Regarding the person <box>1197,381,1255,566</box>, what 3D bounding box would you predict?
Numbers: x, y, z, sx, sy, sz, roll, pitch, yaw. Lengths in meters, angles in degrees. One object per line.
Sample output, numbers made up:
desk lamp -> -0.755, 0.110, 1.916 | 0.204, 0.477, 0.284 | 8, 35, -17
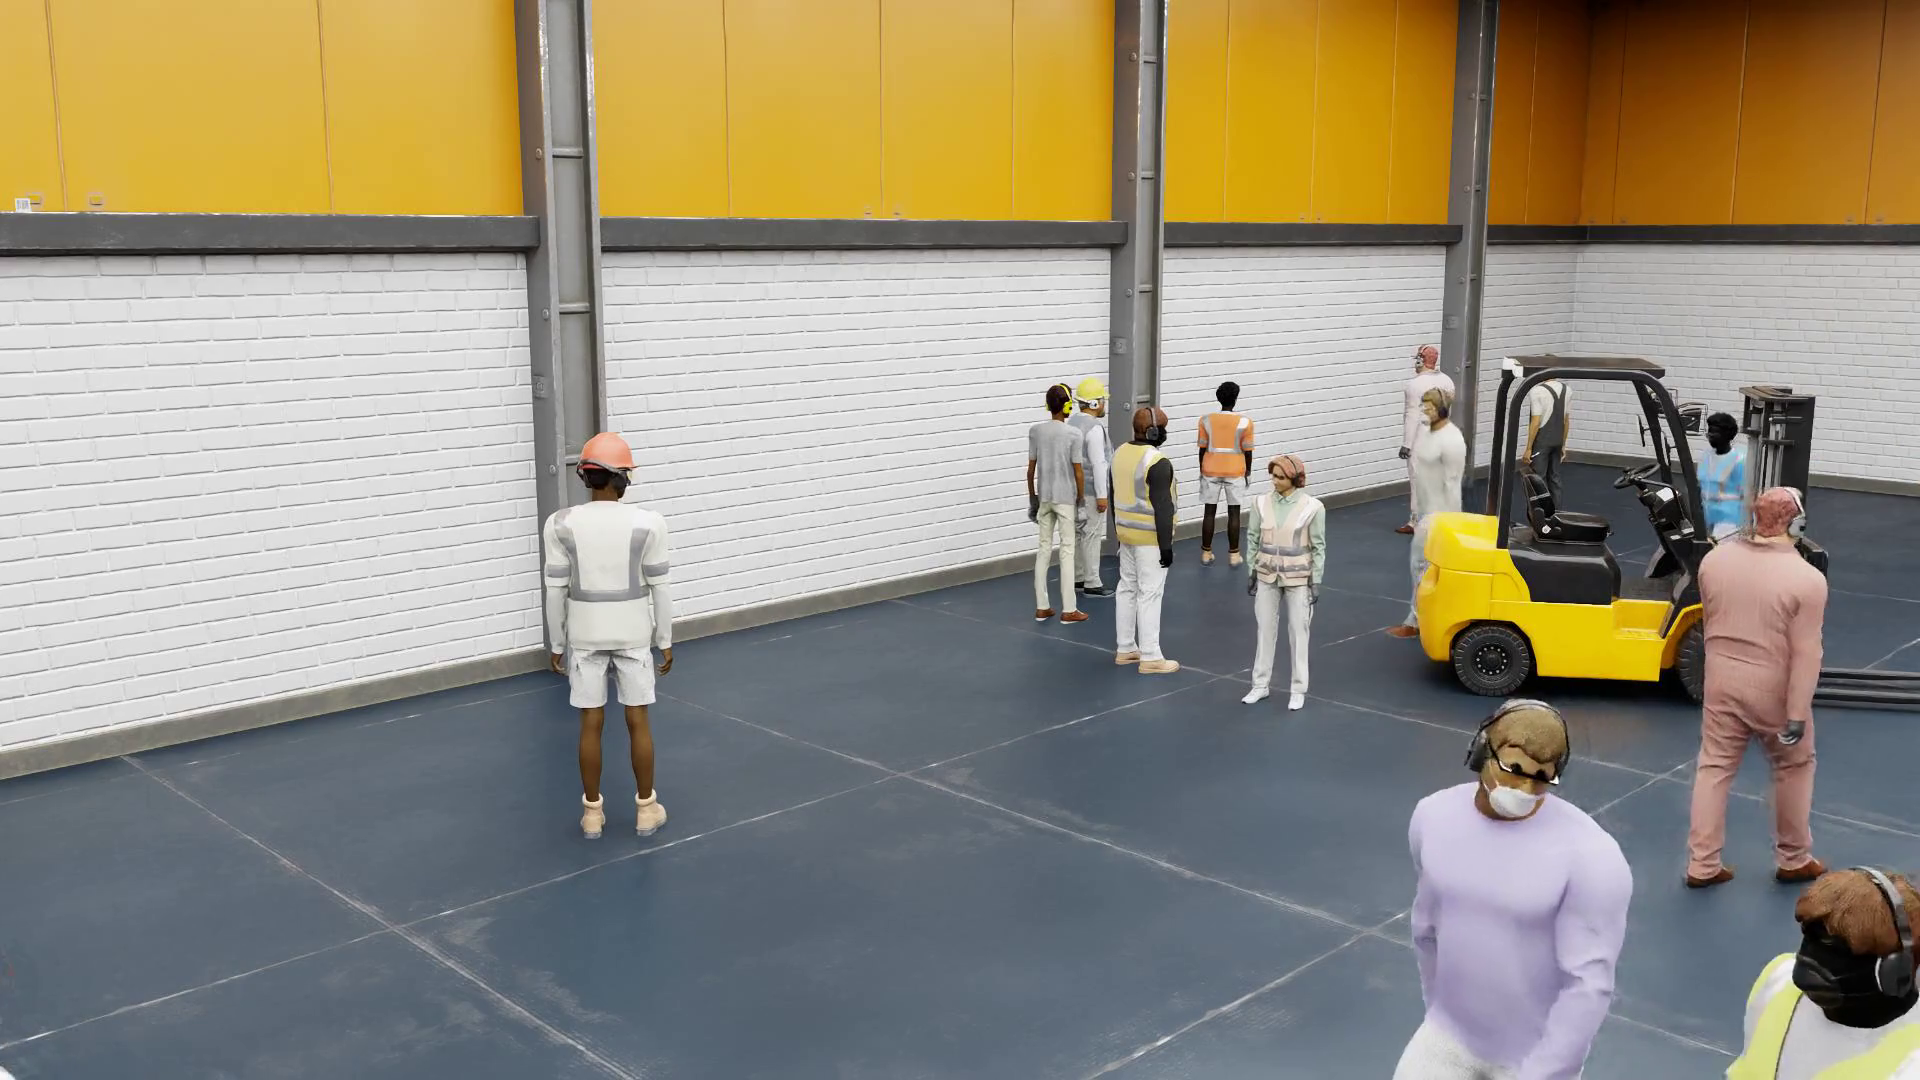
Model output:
person -> 2.423, -0.605, 15.207 | 0.530, 1.689, 0.321 | 3, 11, 18

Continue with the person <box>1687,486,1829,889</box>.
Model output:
person -> 3.743, 0.681, 7.680 | 0.830, 1.877, 0.652 | -7, 12, -32

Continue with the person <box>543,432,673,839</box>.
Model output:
person -> -1.746, 0.480, 8.331 | 0.615, 2.038, 0.383 | -1, 10, -6

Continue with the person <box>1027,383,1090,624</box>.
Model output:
person -> 0.760, -0.285, 12.960 | 0.520, 1.873, 0.333 | 7, 13, 35

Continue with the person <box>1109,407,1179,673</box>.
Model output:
person -> 1.292, -0.005, 11.516 | 0.429, 1.842, 0.634 | -5, 12, -27

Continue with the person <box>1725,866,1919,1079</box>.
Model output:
person -> 1.832, 1.509, 3.391 | 0.919, 1.807, 0.627 | -1, 10, -4

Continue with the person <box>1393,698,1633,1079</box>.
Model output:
person -> 1.347, 1.317, 4.225 | 0.768, 1.897, 0.634 | -9, 13, -39

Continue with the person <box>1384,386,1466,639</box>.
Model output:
person -> 3.640, -0.201, 12.443 | 0.820, 1.909, 0.636 | -1, 10, -3

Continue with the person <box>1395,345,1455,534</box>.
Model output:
person -> 4.669, -1.006, 16.790 | 0.636, 1.911, 0.405 | -7, 13, -35

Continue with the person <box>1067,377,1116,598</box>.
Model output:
person -> 1.092, -0.438, 13.893 | 0.404, 1.837, 0.590 | -4, 11, -20

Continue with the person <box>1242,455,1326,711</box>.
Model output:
person -> 2.069, 0.264, 10.601 | 0.515, 1.638, 0.315 | 7, 12, 32

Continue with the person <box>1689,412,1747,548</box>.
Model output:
person -> 5.732, -0.137, 12.681 | 0.696, 1.667, 0.551 | -2, 11, -11

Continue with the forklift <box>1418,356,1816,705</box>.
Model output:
forklift -> 4.276, -0.101, 11.076 | 2.313, 2.155, 1.214 | 2, 11, 13

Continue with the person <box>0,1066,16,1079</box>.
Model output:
person -> -1.662, 1.565, 2.938 | 0.874, 1.858, 0.579 | -5, 11, -24

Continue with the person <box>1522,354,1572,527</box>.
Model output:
person -> 5.807, -0.922, 16.502 | 0.520, 1.844, 0.330 | -5, 12, -25
